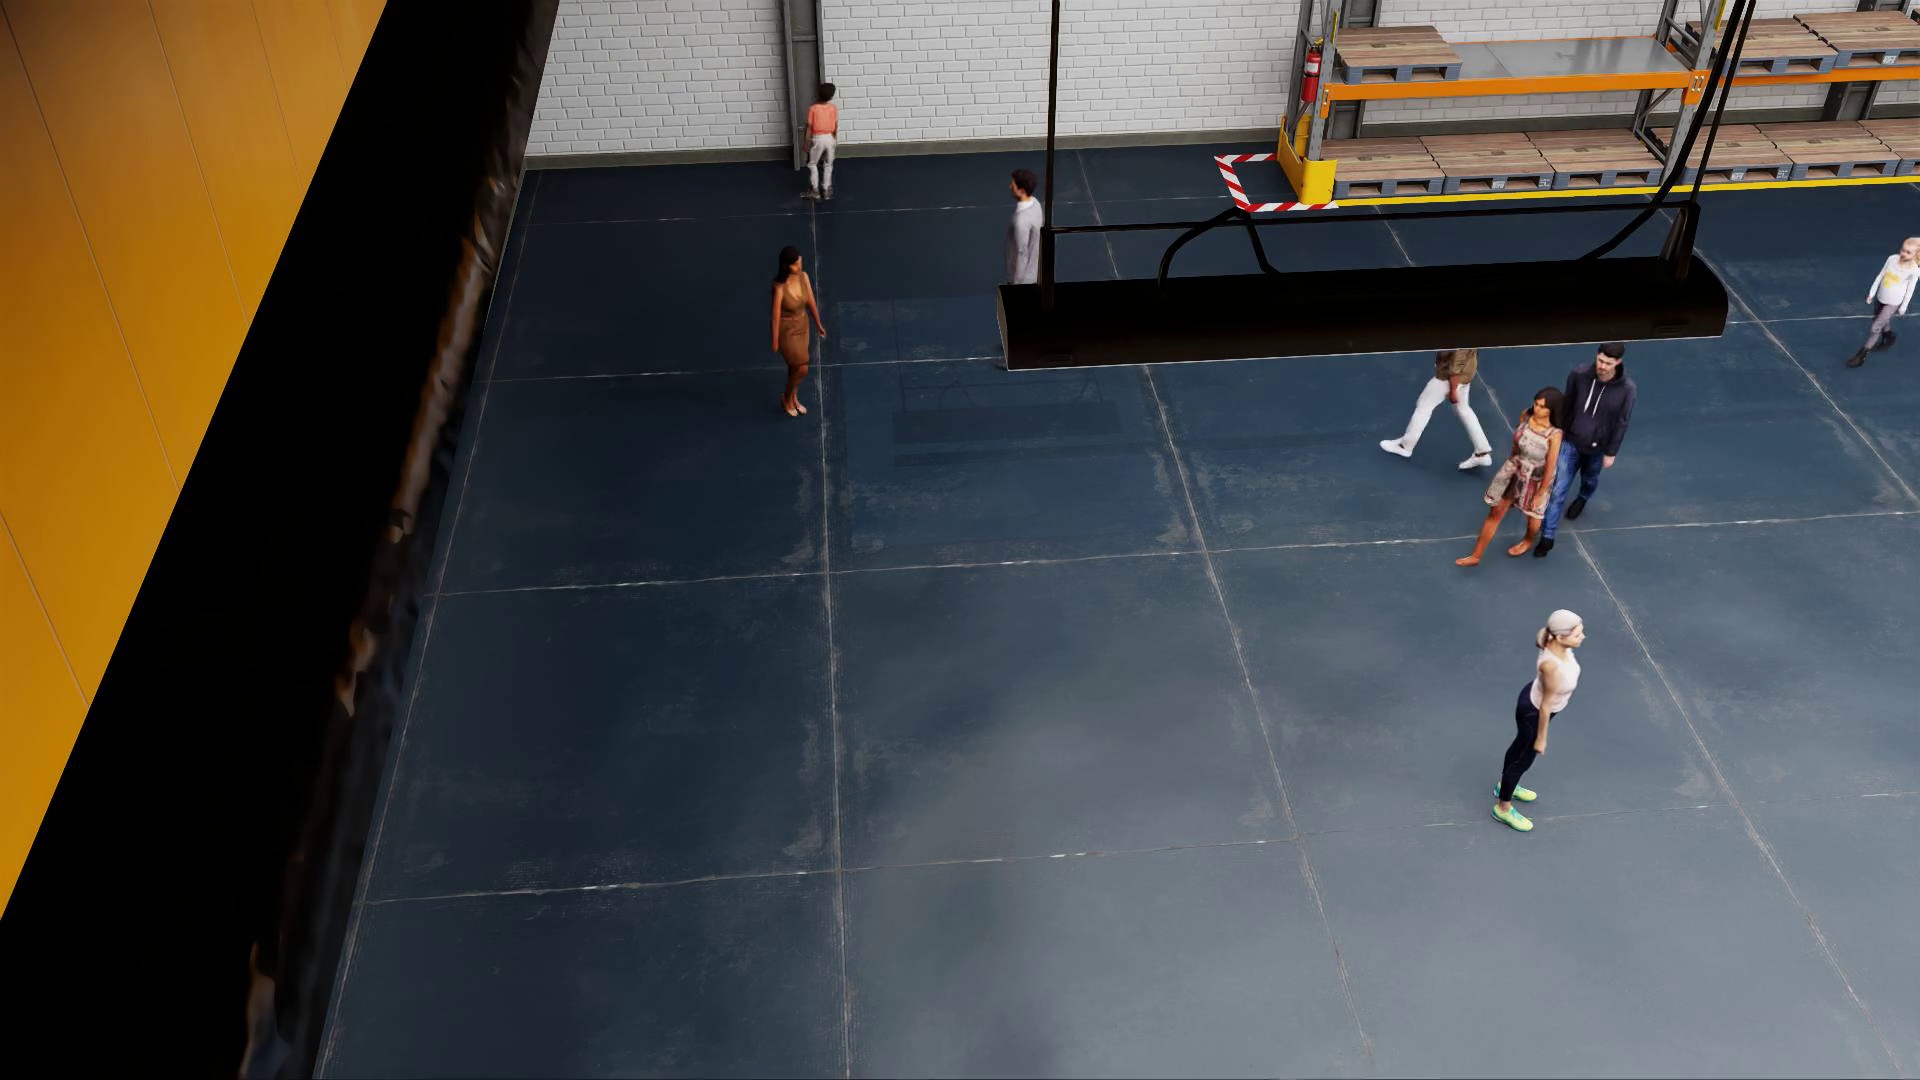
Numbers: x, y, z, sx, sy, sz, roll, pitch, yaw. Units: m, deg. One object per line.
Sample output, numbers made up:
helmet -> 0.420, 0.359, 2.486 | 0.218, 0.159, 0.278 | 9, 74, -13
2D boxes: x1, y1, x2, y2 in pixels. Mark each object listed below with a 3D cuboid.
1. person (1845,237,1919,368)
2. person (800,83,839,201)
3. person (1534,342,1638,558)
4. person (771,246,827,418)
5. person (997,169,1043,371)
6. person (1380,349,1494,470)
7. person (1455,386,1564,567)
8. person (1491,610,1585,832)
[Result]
person -> 8.449, -2.188, 15.048 | 0.955, 1.263, 0.666 | -15, 41, -18
person -> -1.465, -4.206, 17.553 | 0.450, 1.291, 0.688 | -14, 41, -17
person -> 4.877, -0.790, 12.835 | 1.238, 1.841, 1.207 | 22, 44, 25
person -> -1.503, -1.786, 14.215 | 0.747, 1.675, 0.700 | 18, 42, 21
person -> 0.567, -2.406, 14.794 | 0.706, 1.922, 0.801 | 6, 39, 7
person -> 4.104, -1.331, 13.549 | 1.285, 1.795, 1.141 | 20, 43, 23
person -> 4.387, -0.498, 12.654 | 1.116, 1.611, 0.923 | -21, 43, -24
person -> 3.661, 1.106, 10.571 | 0.671, 1.703, 0.672 | 13, 41, 16
